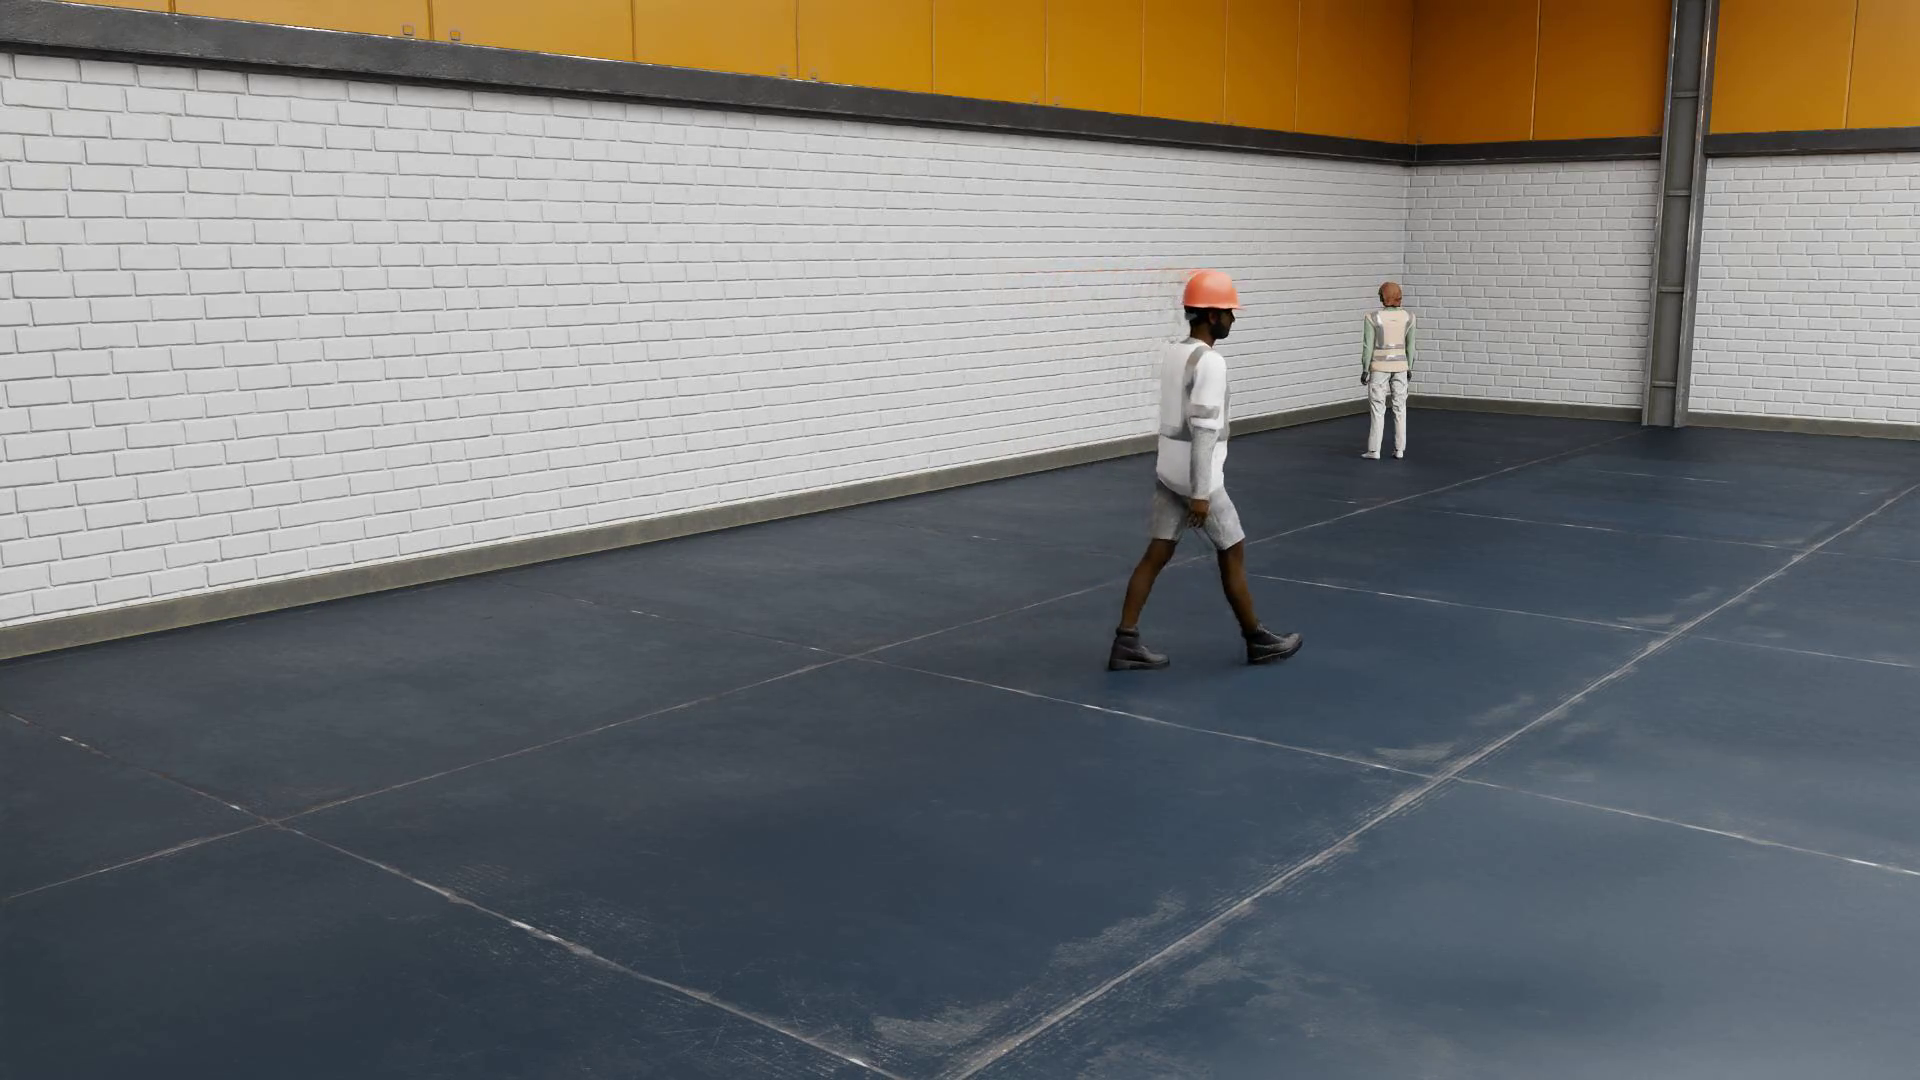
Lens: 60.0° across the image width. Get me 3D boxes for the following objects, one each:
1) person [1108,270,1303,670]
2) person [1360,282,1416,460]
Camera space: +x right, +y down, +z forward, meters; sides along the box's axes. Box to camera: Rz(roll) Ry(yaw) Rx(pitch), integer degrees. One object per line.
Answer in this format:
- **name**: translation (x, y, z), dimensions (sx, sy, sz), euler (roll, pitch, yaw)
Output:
- **person**: translation (1.135, -0.314, 7.809), dimensions (0.984, 1.883, 0.565), euler (-3, 11, -16)
- **person**: translation (3.940, -1.548, 15.319), dimensions (0.514, 1.641, 0.308), euler (-2, 10, -11)
